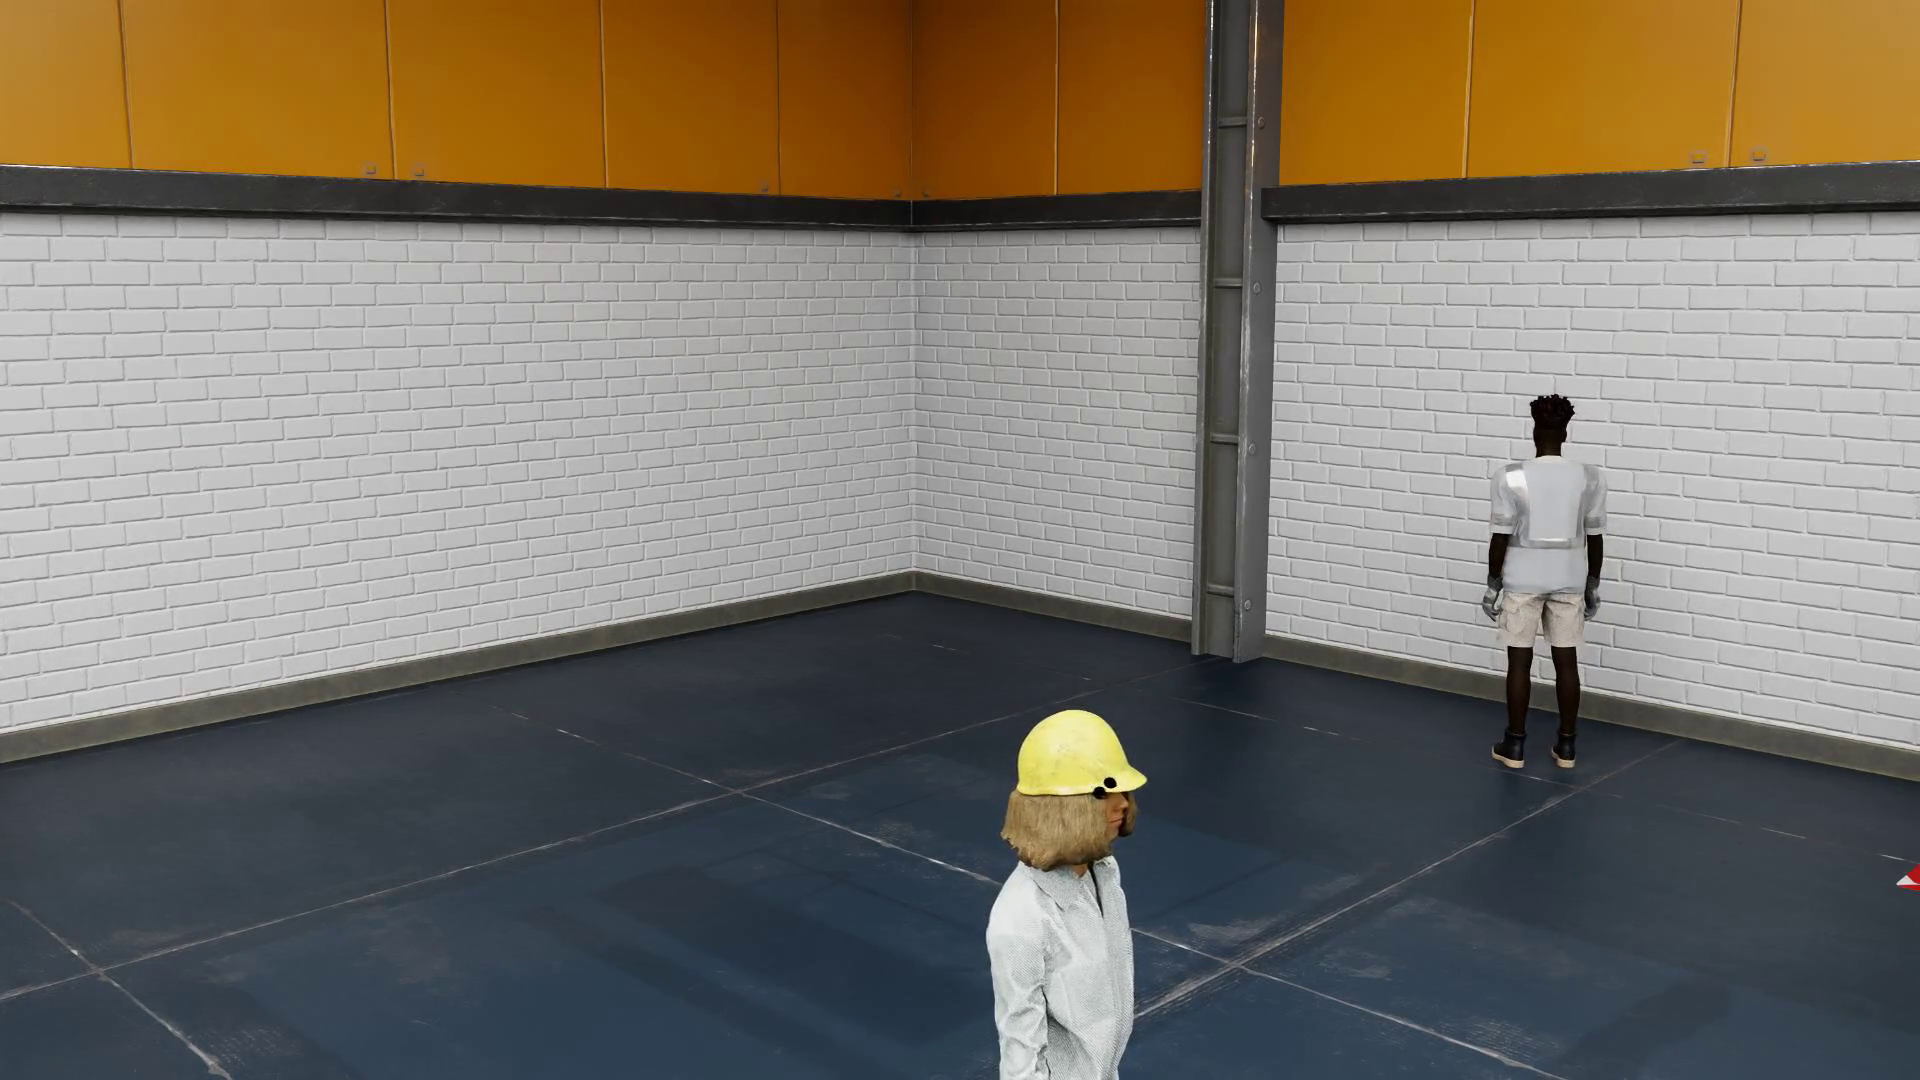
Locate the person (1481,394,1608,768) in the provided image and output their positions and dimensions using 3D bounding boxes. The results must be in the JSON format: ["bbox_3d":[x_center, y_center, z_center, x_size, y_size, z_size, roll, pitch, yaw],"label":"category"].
[{"bbox_3d":[3.048,0.218,8.702,0.614,1.963,0.362,0,9,2],"label":"person"}]

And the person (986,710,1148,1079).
[{"bbox_3d":[0.224,1.197,3.380,0.290,1.746,0.487,4,10,24],"label":"person"}]
